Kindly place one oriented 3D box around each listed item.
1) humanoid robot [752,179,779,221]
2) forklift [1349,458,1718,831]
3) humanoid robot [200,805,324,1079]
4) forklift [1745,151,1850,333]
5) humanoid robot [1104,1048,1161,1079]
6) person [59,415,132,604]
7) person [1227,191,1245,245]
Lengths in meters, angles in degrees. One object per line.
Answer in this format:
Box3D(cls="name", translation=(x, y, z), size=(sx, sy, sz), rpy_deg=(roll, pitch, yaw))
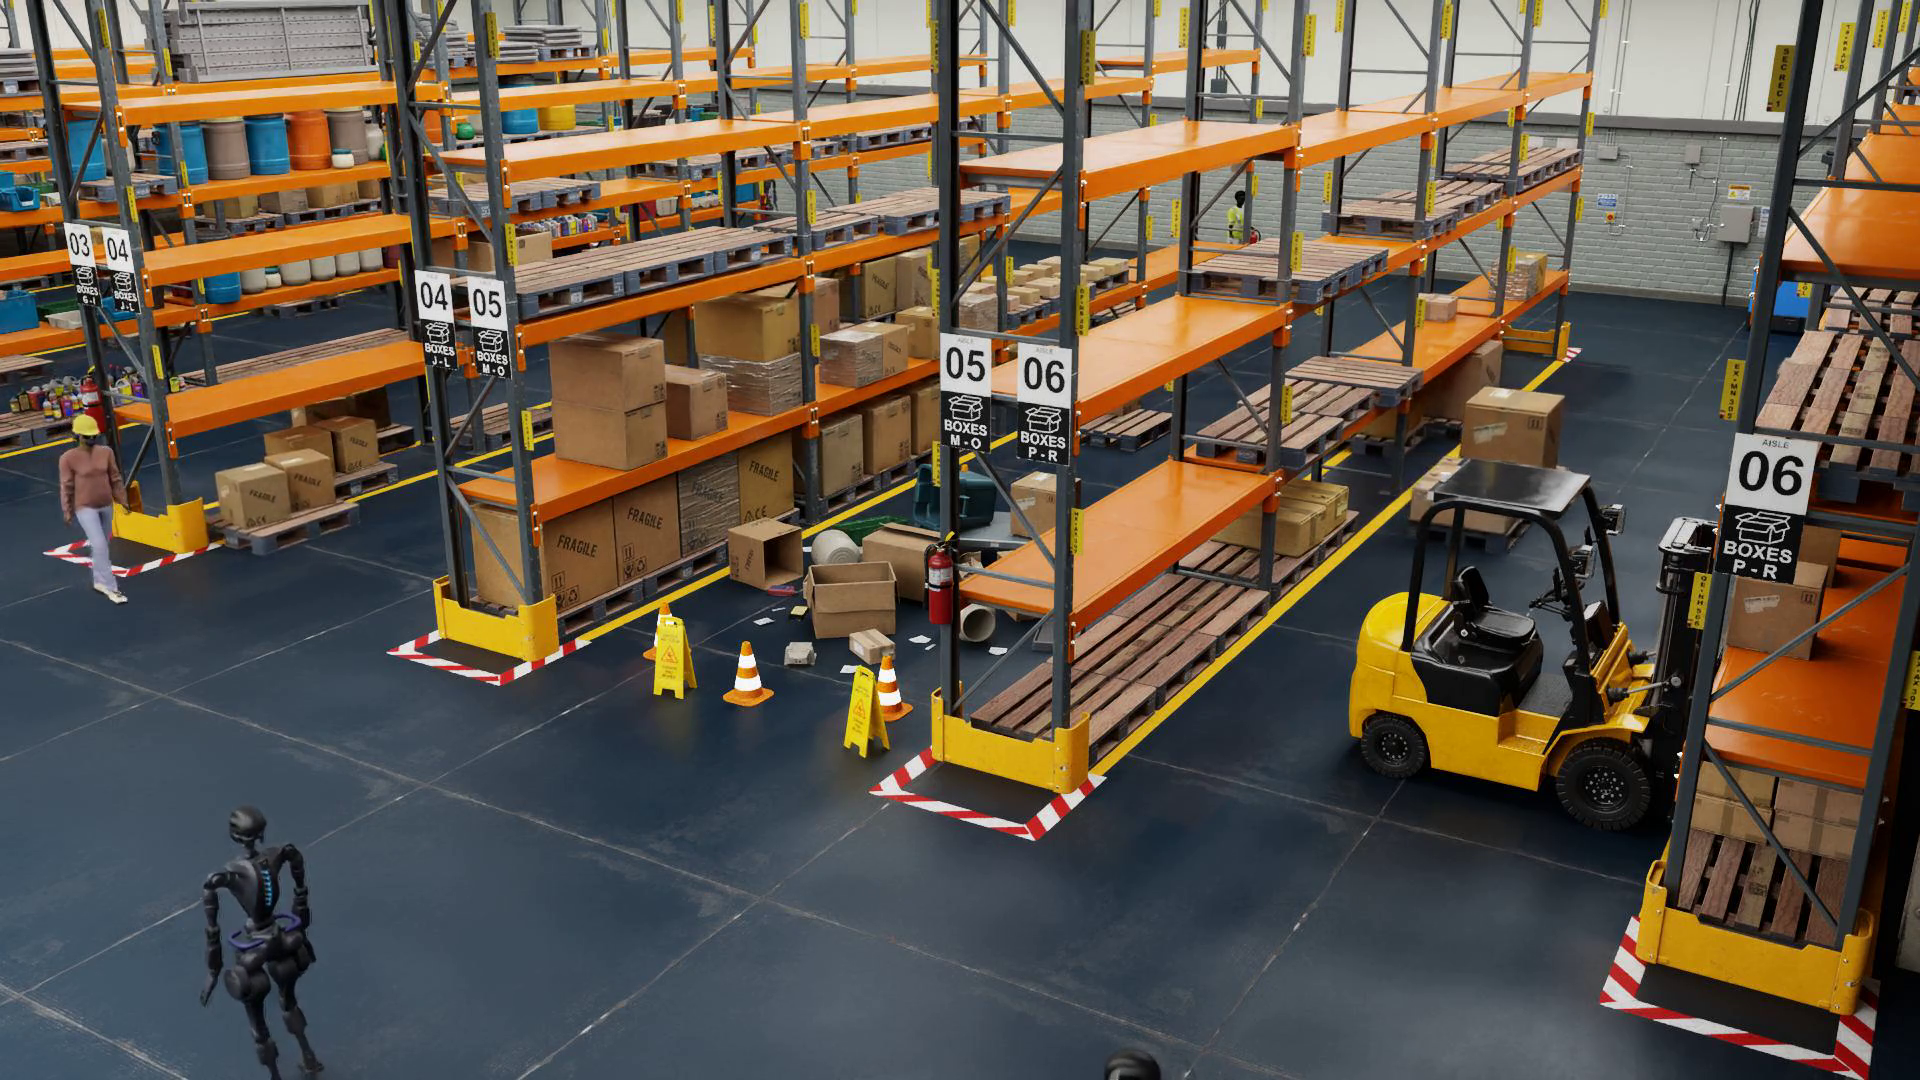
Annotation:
Box3D(cls="humanoid robot", translation=(-4.115, -7.063, 34.957), size=(0.611, 1.634, 0.771), rpy_deg=(-14, 24, -36))
Box3D(cls="forklift", translation=(3.988, 0.658, 11.776), size=(2.313, 2.155, 1.214), rpy_deg=(11, 22, 29))
Box3D(cls="humanoid robot", translation=(-3.532, 2.098, 8.389), size=(0.328, 1.657, 0.599), rpy_deg=(14, 24, 36))
Box3D(cls="forklift", translation=(13.620, -4.667, 26.137), size=(1.873, 2.768, 1.129), rpy_deg=(11, 22, 29))
Box3D(cls="humanoid robot", translation=(0.612, 2.750, 6.560), size=(0.632, 1.647, 0.605), rpy_deg=(4, 19, 11))
Box3D(cls="person", translation=(-7.814, -0.285, 15.167), size=(0.751, 1.737, 0.554), rpy_deg=(10, 21, 26))
Box3D(cls="person", translation=(5.078, -5.553, 30.485), size=(0.321, 1.694, 0.529), rpy_deg=(17, 25, 40))
